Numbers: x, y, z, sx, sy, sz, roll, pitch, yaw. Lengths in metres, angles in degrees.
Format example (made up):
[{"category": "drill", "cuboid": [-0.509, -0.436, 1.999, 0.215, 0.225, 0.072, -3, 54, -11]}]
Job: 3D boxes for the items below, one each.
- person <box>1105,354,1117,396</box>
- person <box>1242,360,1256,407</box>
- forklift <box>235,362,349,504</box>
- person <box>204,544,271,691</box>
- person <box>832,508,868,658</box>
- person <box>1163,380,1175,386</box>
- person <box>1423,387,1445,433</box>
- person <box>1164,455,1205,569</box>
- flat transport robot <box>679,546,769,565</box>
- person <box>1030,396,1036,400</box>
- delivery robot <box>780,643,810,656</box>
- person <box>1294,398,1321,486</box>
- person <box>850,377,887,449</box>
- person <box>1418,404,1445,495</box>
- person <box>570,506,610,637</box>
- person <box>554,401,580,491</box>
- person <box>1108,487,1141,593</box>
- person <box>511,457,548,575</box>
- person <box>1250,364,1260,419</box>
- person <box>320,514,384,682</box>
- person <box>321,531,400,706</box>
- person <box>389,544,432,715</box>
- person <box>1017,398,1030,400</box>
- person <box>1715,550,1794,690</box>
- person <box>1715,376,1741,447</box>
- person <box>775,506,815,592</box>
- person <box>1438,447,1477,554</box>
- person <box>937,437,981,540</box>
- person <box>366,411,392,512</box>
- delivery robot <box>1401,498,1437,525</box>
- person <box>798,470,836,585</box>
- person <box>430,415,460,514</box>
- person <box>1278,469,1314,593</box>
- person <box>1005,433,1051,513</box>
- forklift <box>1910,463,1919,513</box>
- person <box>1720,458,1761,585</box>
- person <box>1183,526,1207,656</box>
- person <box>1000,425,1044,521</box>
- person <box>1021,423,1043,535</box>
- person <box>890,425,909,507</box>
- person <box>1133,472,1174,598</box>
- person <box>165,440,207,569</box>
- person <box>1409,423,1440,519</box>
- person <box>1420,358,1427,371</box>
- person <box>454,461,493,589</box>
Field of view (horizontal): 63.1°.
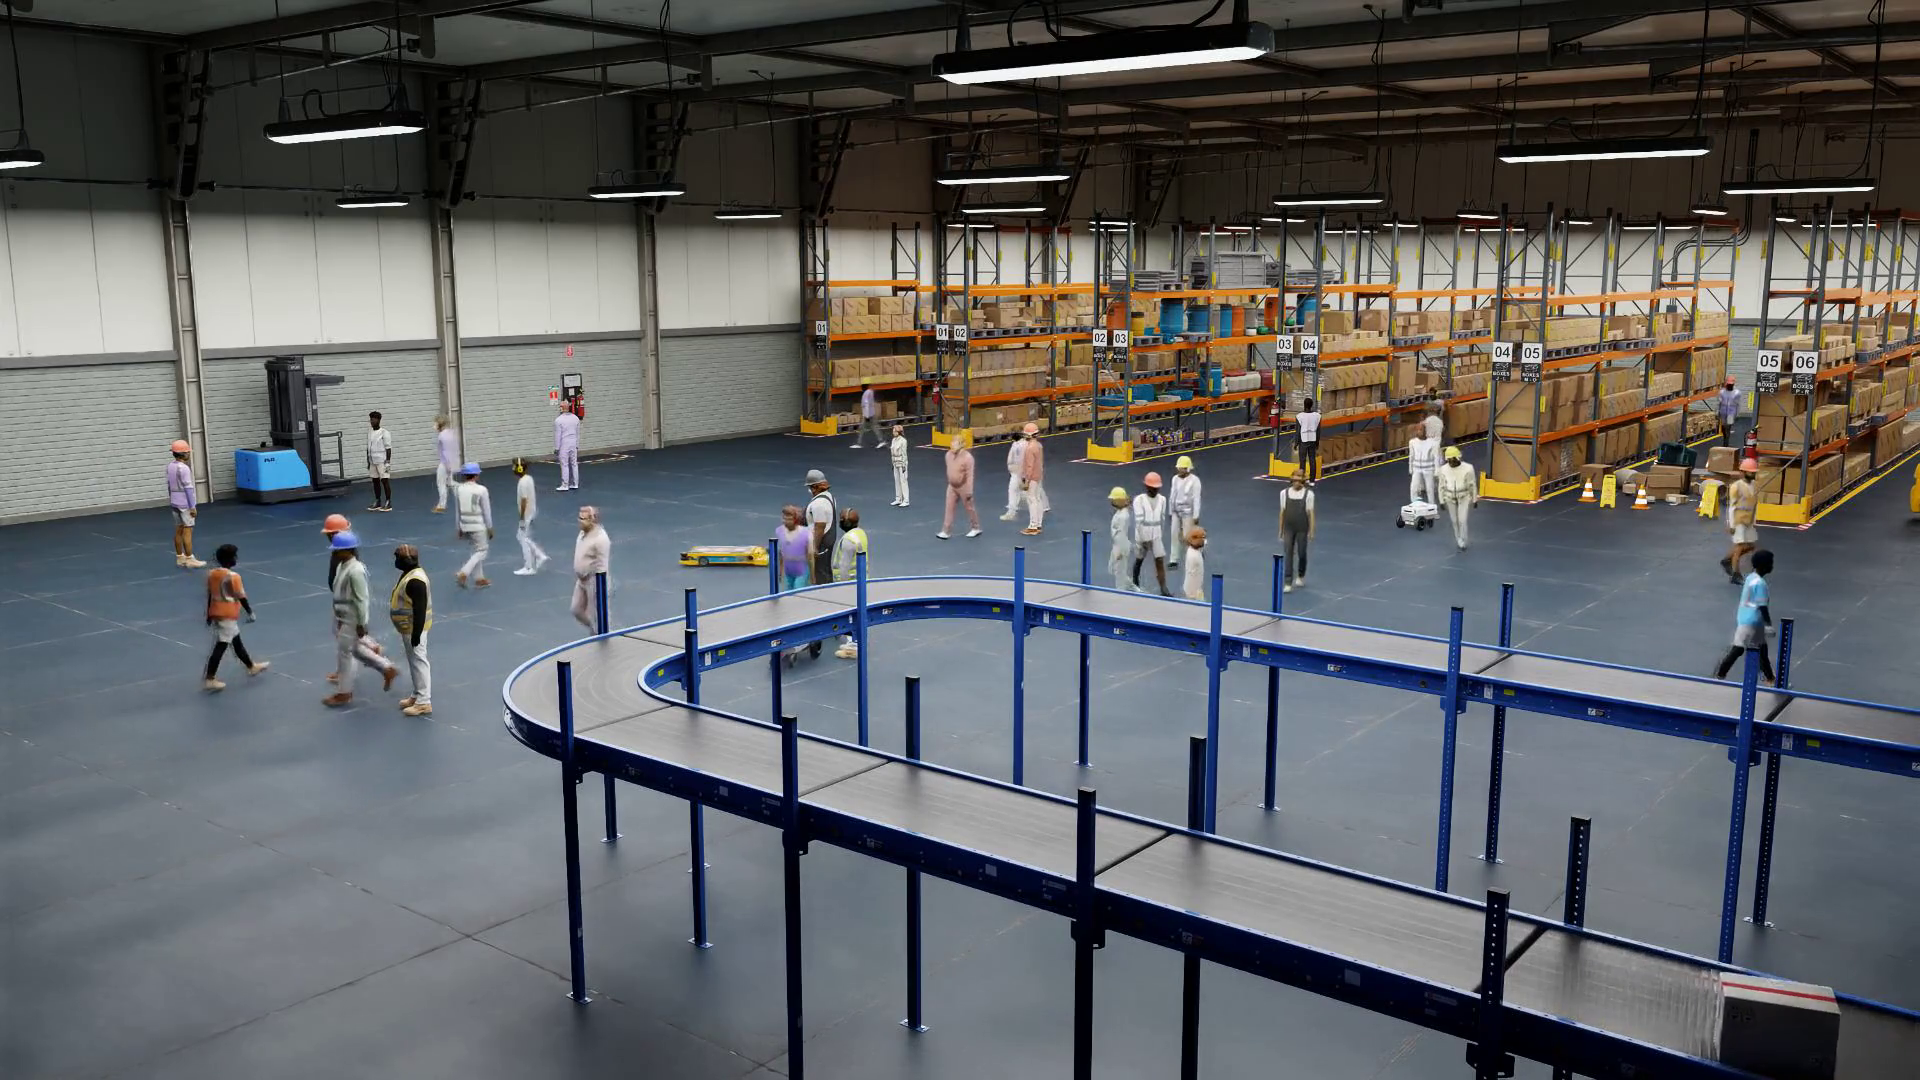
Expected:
[{"category": "person", "cuboid": [5.027, -5.247, 51.835, 0.588, 1.835, 0.403, 8, 13, 38]}, {"category": "person", "cuboid": [9.619, -5.172, 52.016, 0.514, 1.615, 0.459, 7, 12, 34]}, {"category": "forklift", "cuboid": [-13.803, -2.244, 32.110, 1.129, 2.768, 1.873, 8, 13, 37]}, {"category": "person", "cuboid": [-8.364, 0.863, 17.951, 0.535, 1.638, 0.867, 8, 13, 37]}, {"category": "person", "cuboid": [-1.359, 0.521, 19.379, 0.429, 1.839, 0.634, 2, 10, 9]}, {"category": "person", "cuboid": [7.067, -5.327, 52.261, 0.515, 1.849, 0.434, 8, 13, 37]}, {"category": "person", "cuboid": [11.469, -2.788, 37.950, 0.549, 1.847, 0.395, 9, 13, 40]}, {"category": "person", "cuboid": [3.583, -0.451, 24.896, 0.672, 1.816, 0.615, -8, 13, -37]}, {"category": "flat transport robot", "cuboid": [-3.795, 0.248, 25.426, 1.431, 0.197, 0.652, 0, 10, 1]}, {"category": "person", "cuboid": [2.230, -4.552, 47.592, 0.776, 1.962, 0.625, -6, 12, -30]}, {"category": "delivery robot", "cuboid": [-2.047, 1.174, 19.151, 0.477, 0.478, 0.707, 3, 11, 18]}, {"category": "person", "cuboid": [7.569, -2.135, 34.085, 0.590, 1.919, 0.392, -2, 10, -13]}, {"category": "person", "cuboid": [-2.374, -3.317, 40.837, 0.942, 1.890, 0.595, 2, 10, 13]}, {"category": "person", "cuboid": [10.015, -1.898, 32.787, 0.945, 1.897, 0.664, -3, 11, -17]}, {"category": "person", "cuboid": [-4.537, 0.520, 19.190, 0.431, 1.894, 0.670, -8, 13, -37]}, {"category": "person", "cuboid": [-8.409, -2.006, 33.389, 0.409, 1.908, 0.642, 7, 12, 33]}, {"category": "person", "cuboid": [2.279, 0.112, 21.956, 0.440, 1.733, 0.487, 0, 10, -2]}, {"category": "person", "cuboid": [-6.765, -0.375, 24.369, 0.437, 1.848, 0.540, -1, 10, -4]}, {"category": "person", "cuboid": [9.154, -4.608, 48.573, 0.580, 1.728, 0.349, -6, 12, -31]}, {"category": "person", "cuboid": [-7.103, 0.660, 18.204, 0.570, 1.972, 0.629, -6, 12, -32]}, {"category": "person", "cuboid": [-6.684, 0.837, 17.335, 0.816, 1.925, 0.626, -6, 12, -32]}, {"category": "person", "cuboid": [-5.929, 0.954, 16.917, 0.429, 1.840, 0.635, -5, 11, -25]}, {"category": "person", "cuboid": [1.892, -4.221, 46.477, 0.538, 1.687, 0.365, 10, 14, 43]}, {"category": "person", "cuboid": [8.945, 0.927, 17.581, 0.863, 1.649, 0.543, 4, 11, 21]}, {"category": "person", "cuboid": [20.096, -3.341, 40.907, 0.550, 1.916, 0.869, 8, 13, 36]}, {"category": "person", "cuboid": [-2.048, 0.417, 20.046, 0.587, 1.809, 0.697, 6, 12, 30]}, {"category": "person", "cuboid": [8.316, -0.662, 26.196, 0.640, 1.776, 0.821, 6, 11, 28]}, {"category": "person", "cuboid": [-0.001, -0.924, 27.555, 0.680, 1.835, 1.025, 8, 13, 37]}, {"category": "person", "cuboid": [-11.393, -1.546, 30.627, 0.613, 1.965, 0.361, 5, 11, 27]}, {"category": "delivery robot", "cuboid": [8.446, -0.532, 28.753, 0.707, 0.478, 0.477, -7, 13, -37]}, {"category": "person", "cuboid": [-1.980, 0.047, 21.575, 0.536, 2.000, 0.677, 1, 10, 7]}, {"category": "person", "cuboid": [-9.917, -1.482, 30.427, 0.783, 1.912, 0.638, -3, 10, -15]}, {"category": "person", "cuboid": [4.994, -0.161, 23.226, 0.519, 1.833, 0.663, 4, 11, 21]}, {"category": "person", "cuboid": [1.358, -1.319, 30.401, 0.875, 1.593, 0.517, -1, 10, -5]}, {"category": "forklift", "cuboid": [19.034, -1.348, 28.998, 2.313, 2.155, 1.214, 8, 13, 37]}, {"category": "person", "cuboid": [11.828, -0.294, 23.688, 0.561, 1.925, 0.509, -5, 11, -26]}, {"category": "person", "cuboid": [2.902, 0.622, 19.404, 0.395, 1.617, 0.518, 2, 10, 12]}, {"category": "person", "cuboid": [1.181, -1.279, 29.561, 0.777, 1.815, 0.623, 0, 10, -1]}, {"category": "person", "cuboid": [1.284, -1.100, 28.040, 0.396, 1.992, 0.622, 4, 11, 22]}, {"category": "person", "cuboid": [-1.205, -1.483, 31.235, 0.318, 1.631, 0.514, -6, 12, -31]}, {"category": "person", "cuboid": [2.734, -0.048, 22.478, 0.536, 1.876, 1.045, -3, 11, -17]}, {"category": "person", "cuboid": [-12.367, -0.576, 24.950, 0.605, 2.045, 0.380, 7, 12, 36]}, {"category": "person", "cuboid": [8.774, -1.295, 29.581, 0.611, 1.866, 0.704, 7, 12, 33]}, {"category": "person", "cuboid": [15.363, -5.103, 51.355, 0.898, 1.724, 0.536, 3, 11, 17]}, {"category": "person", "cuboid": [-7.230, -0.198, 23.152, 0.615, 1.931, 0.723, 6, 12, 30]}]
